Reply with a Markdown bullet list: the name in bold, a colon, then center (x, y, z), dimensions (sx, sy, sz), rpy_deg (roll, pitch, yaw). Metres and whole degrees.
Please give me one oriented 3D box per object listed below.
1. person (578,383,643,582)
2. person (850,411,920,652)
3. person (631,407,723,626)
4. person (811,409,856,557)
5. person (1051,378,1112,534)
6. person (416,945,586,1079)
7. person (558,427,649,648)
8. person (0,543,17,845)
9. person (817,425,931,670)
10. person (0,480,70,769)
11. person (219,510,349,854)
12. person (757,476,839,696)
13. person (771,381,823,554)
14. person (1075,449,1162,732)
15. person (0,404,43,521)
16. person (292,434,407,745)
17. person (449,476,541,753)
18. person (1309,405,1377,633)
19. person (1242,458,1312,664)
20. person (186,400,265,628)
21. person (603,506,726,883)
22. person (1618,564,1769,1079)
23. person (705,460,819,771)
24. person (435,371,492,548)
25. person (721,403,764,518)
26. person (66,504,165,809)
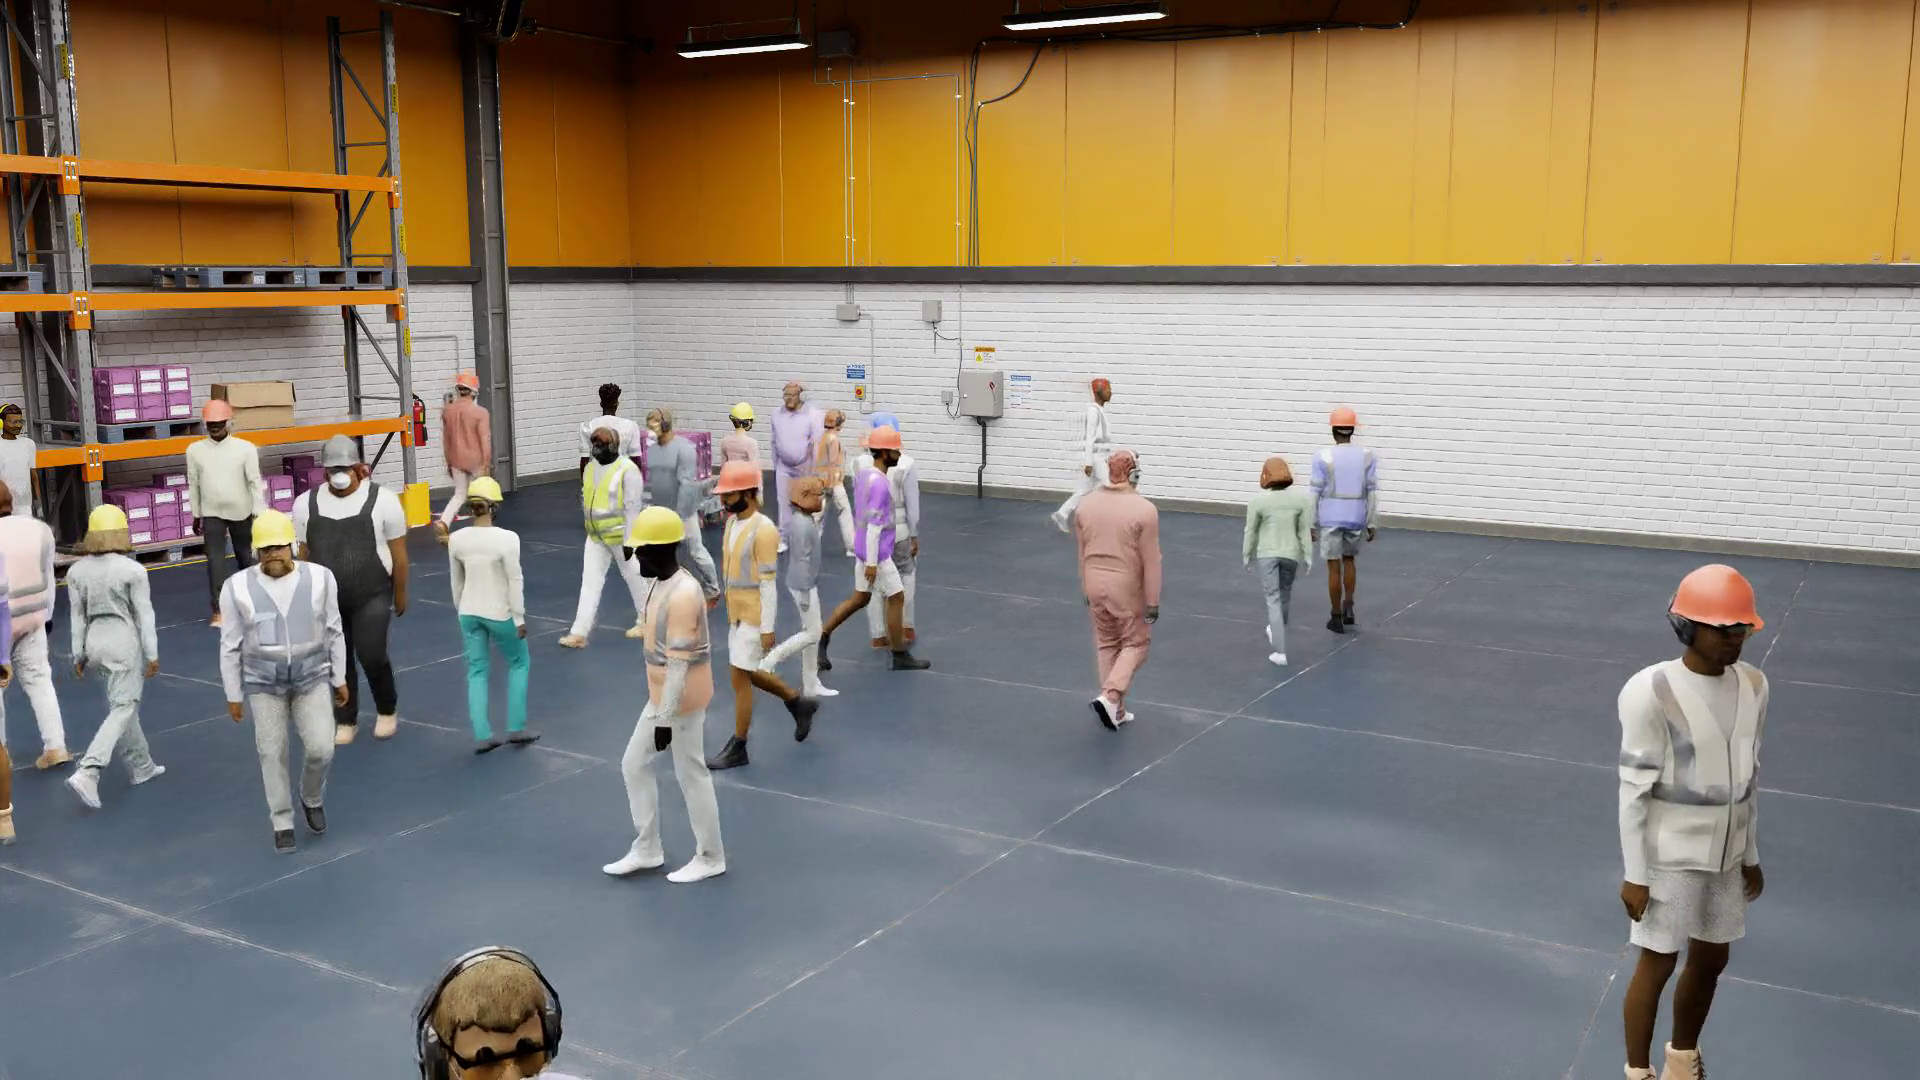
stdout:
- **person**: center (-3.430, -0.563, 16.368), dimensions (0.613, 1.963, 0.362), rpy_deg (-1, 9, -6)
- **person**: center (-0.576, -0.076, 13.455), dimensions (0.603, 1.920, 0.653), rpy_deg (3, 9, 15)
- **person**: center (-2.485, -0.233, 14.614), dimensions (0.628, 1.886, 1.047), rpy_deg (6, 11, 33)
- **person**: center (-1.427, -0.603, 17.735), dimensions (0.789, 1.603, 0.510), rpy_deg (-4, 10, -22)
- **person**: center (1.502, -0.952, 19.192), dimensions (0.906, 1.854, 0.590), rpy_deg (2, 9, 12)
- **person**: center (-0.816, 1.623, 2.922), dimensions (0.637, 1.927, 0.692), rpy_deg (-4, 10, -25)
- **person**: center (-2.870, -0.029, 13.586), dimensions (0.644, 1.792, 0.949), rpy_deg (6, 11, 33)
- **person**: center (-5.269, 0.633, 8.664), dimensions (0.391, 2.040, 0.615), rpy_deg (6, 11, 31)
- **person**: center (-0.726, 0.074, 12.627), dimensions (0.907, 1.909, 0.547), rpy_deg (-2, 9, -11)
- **person**: center (-5.765, 0.520, 10.102), dimensions (0.745, 1.823, 0.655), rpy_deg (4, 10, 25)
- **person**: center (-3.532, 0.739, 8.707), dimensions (0.620, 1.816, 0.431), rpy_deg (-5, 10, -27)
- **person**: center (-1.159, 0.343, 11.810), dimensions (0.513, 1.616, 0.527), rpy_deg (-1, 9, -5)
- **person**: center (-1.773, -0.817, 18.288), dimensions (0.658, 1.870, 0.964), rpy_deg (3, 10, 17)
- **person**: center (1.016, 0.347, 10.955), dimensions (0.647, 1.886, 0.579), rpy_deg (7, 11, 37)
- **person**: center (-8.580, -0.304, 15.099), dimensions (0.334, 1.860, 0.509), rpy_deg (5, 11, 30)
- **person**: center (-3.919, 0.315, 10.652), dimensions (0.687, 2.000, 0.543), rpy_deg (0, 9, -2)
- **person**: center (-2.955, 0.462, 10.597), dimensions (0.554, 1.749, 0.546), rpy_deg (3, 10, 17)
- **person**: center (3.211, -0.180, 14.100), dimensions (0.569, 1.924, 0.496), rpy_deg (-1, 9, -6)
- **person**: center (2.484, 0.139, 13.158), dimensions (0.520, 1.580, 0.854), rpy_deg (-1, 9, -9)
- **person**: center (-6.421, -0.266, 14.581), dimensions (0.626, 1.950, 1.004), rpy_deg (-2, 9, -13)
- **person**: center (-1.504, 0.780, 8.189), dimensions (0.740, 1.900, 0.618), rpy_deg (-4, 10, -22)
- **person**: center (2.577, 1.089, 5.820), dimensions (0.614, 2.042, 0.379), rpy_deg (-3, 10, -21)
- **person**: center (-1.229, 0.443, 10.294), dimensions (0.792, 1.914, 0.552), rpy_deg (-6, 11, -33)
- **person**: center (-5.429, -0.852, 18.193), dimensions (0.614, 1.972, 0.755), rpy_deg (3, 10, 19)
- **person**: center (-2.137, -0.471, 16.418), dimensions (0.523, 1.769, 0.309), rpy_deg (7, 12, 39)
- **person**: center (-4.919, 0.652, 9.602), dimensions (0.495, 1.708, 0.834), rpy_deg (1, 9, 8)
